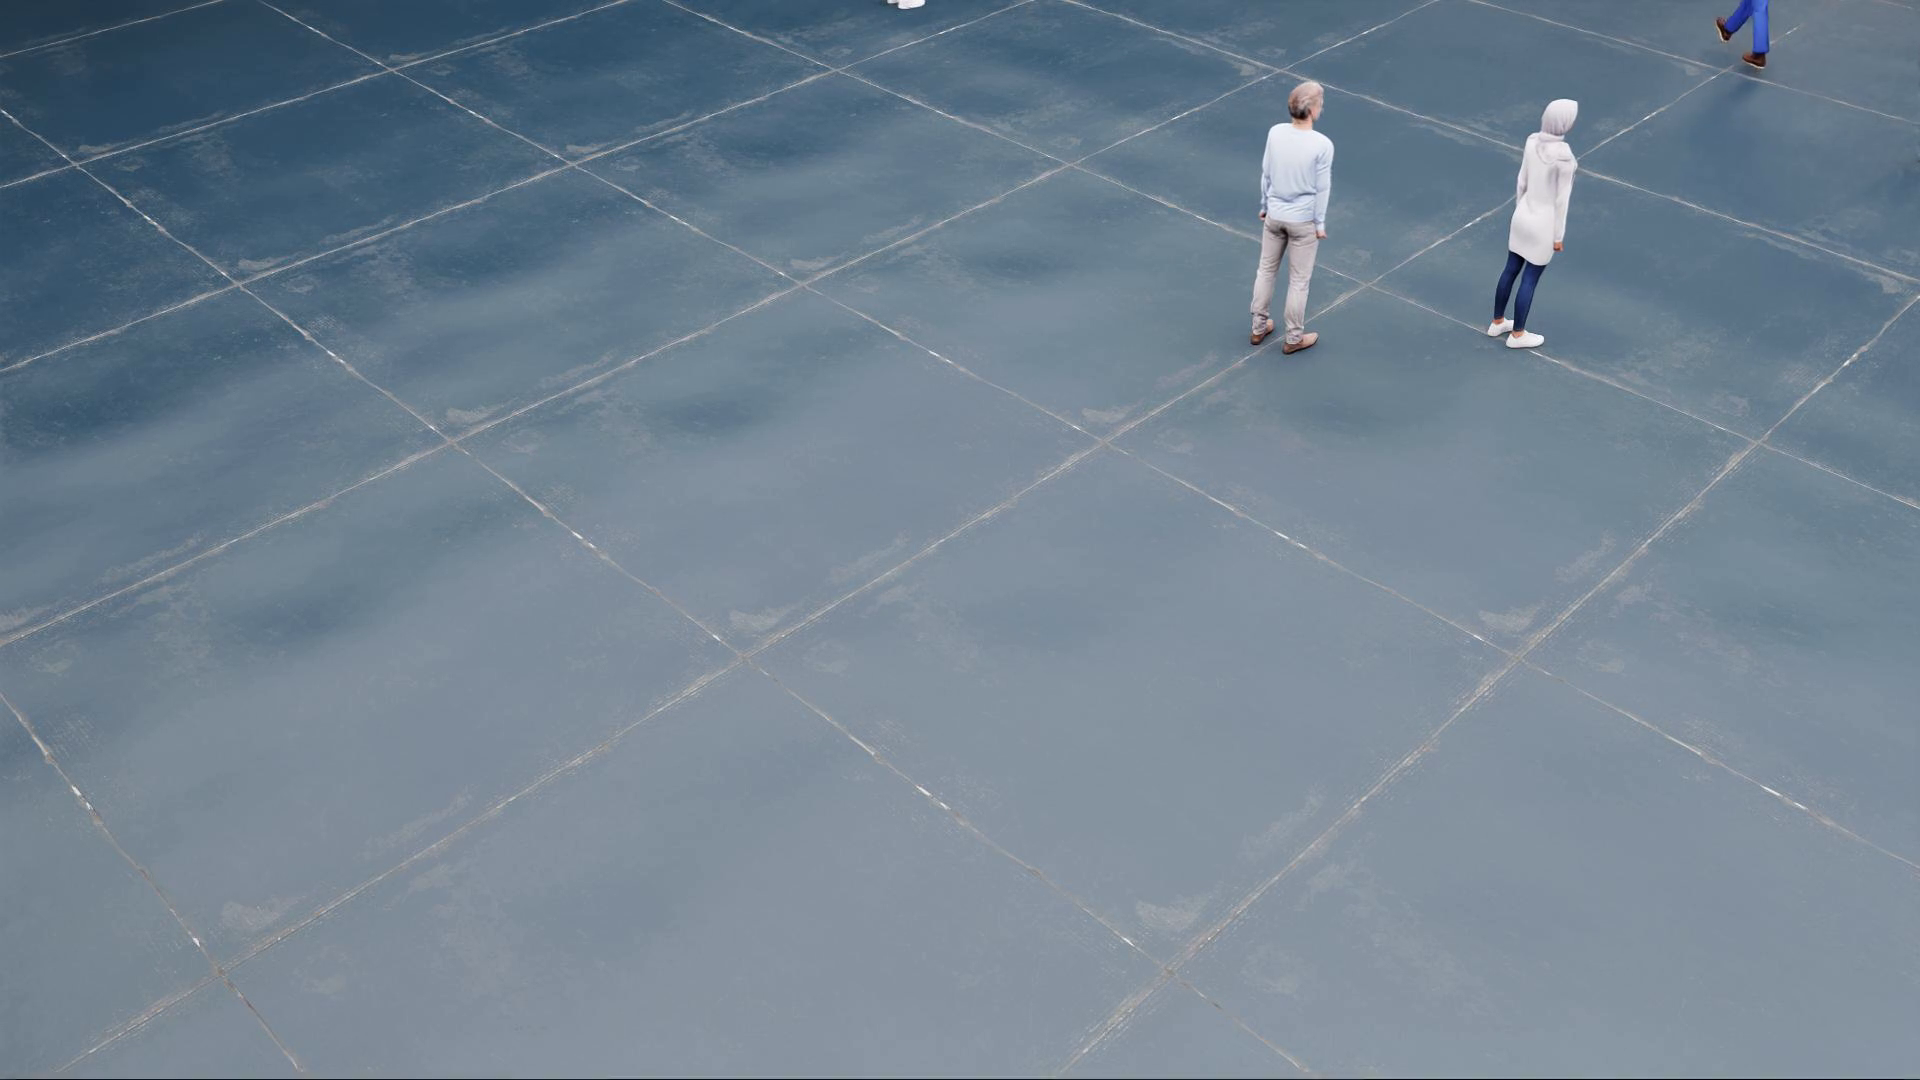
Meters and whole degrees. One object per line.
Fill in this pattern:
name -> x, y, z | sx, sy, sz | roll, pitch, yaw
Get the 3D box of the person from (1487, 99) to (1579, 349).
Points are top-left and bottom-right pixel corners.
person -> 3.918, -2.150, 11.327 | 0.648, 1.775, 0.680 | -15, 40, -19

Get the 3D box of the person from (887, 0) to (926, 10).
person -> -0.602, -6.289, 16.775 | 0.584, 1.772, 0.652 | -23, 43, -27

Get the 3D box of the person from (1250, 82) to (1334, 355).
person -> 2.241, -2.165, 11.254 | 0.671, 1.888, 0.591 | 27, 45, 31
